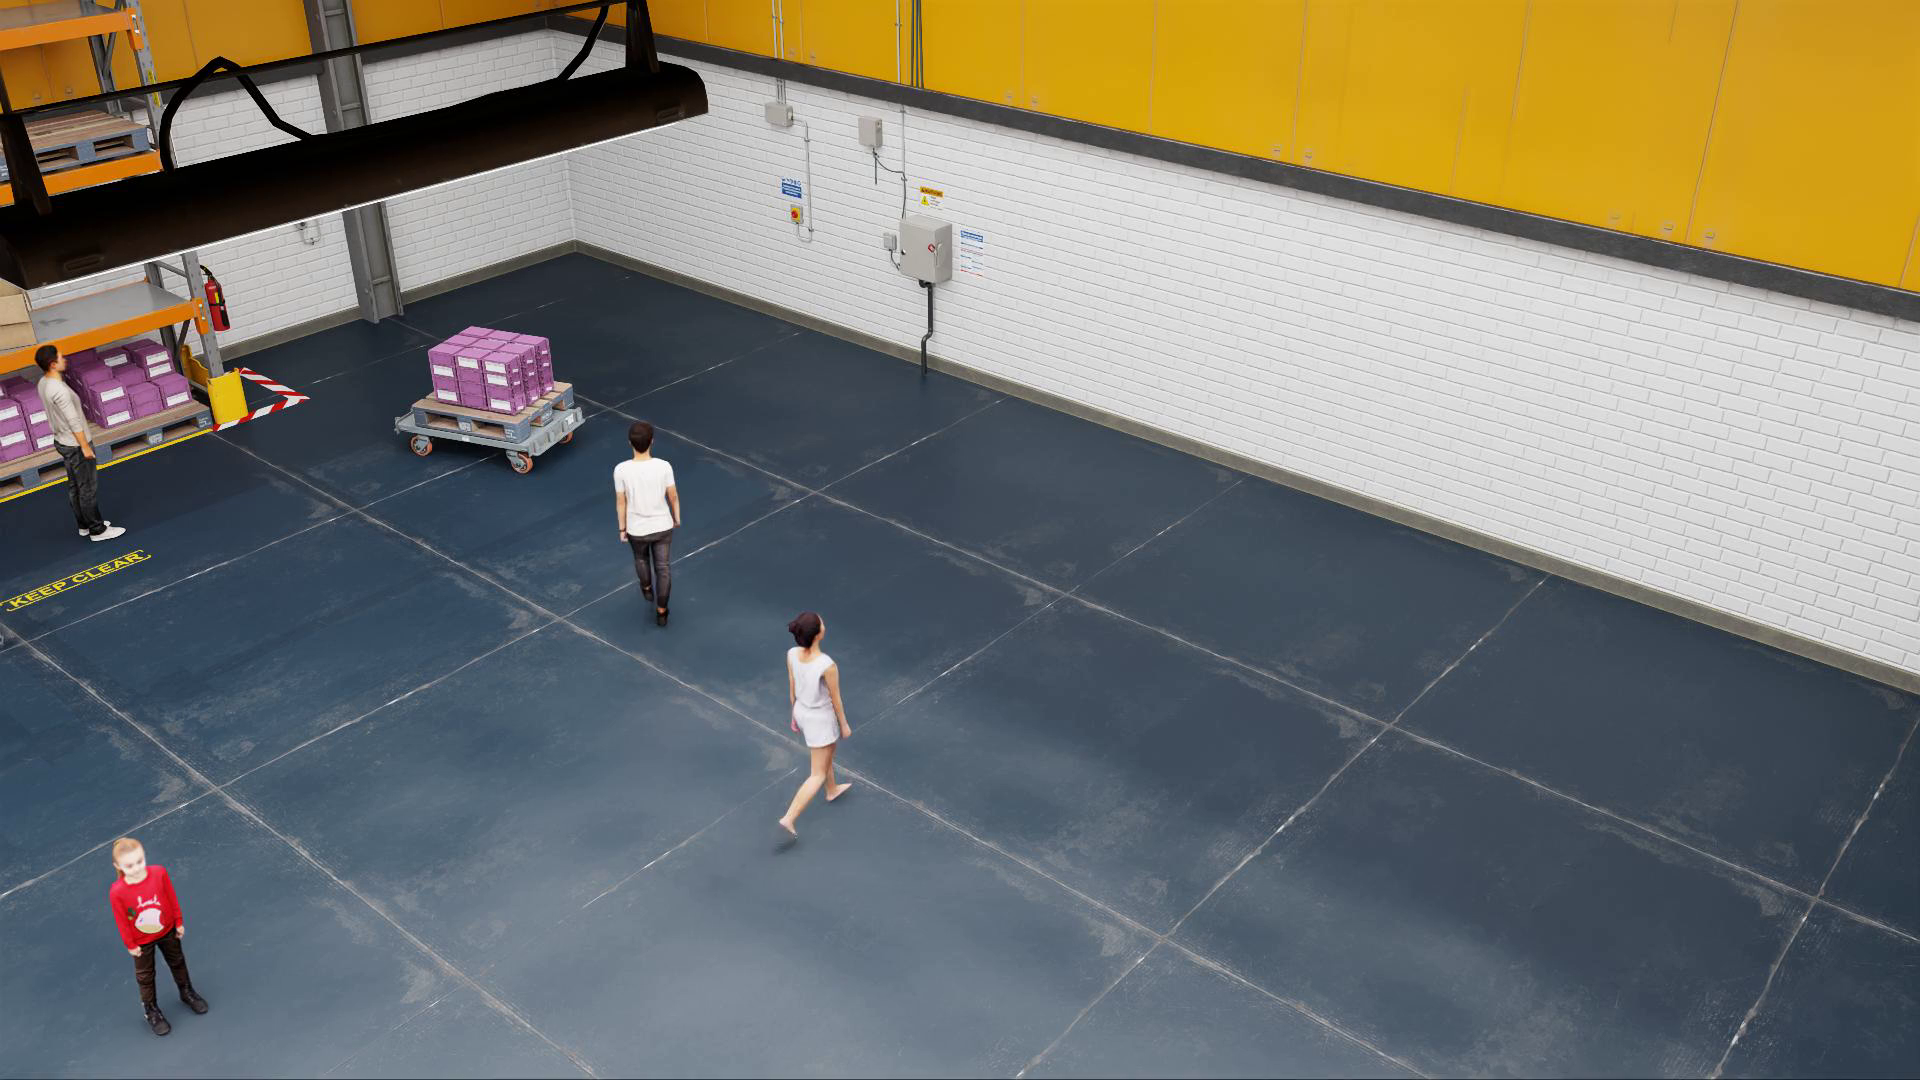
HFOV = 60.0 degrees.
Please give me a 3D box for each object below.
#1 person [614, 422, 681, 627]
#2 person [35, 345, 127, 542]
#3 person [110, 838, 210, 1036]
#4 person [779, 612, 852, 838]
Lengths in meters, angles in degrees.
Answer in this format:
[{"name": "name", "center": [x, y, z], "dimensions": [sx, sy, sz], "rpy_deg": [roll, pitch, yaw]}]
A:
[{"name": "person", "center": [-2.485, -0.096, 13.280], "dimensions": [0.981, 1.700, 1.017], "rpy_deg": [-5, 29, -9]}, {"name": "person", "center": [-7.771, -0.849, 14.543], "dimensions": [0.648, 1.812, 0.543], "rpy_deg": [24, 36, 36]}, {"name": "person", "center": [-4.601, 2.223, 9.467], "dimensions": [0.540, 1.281, 0.415], "rpy_deg": [23, 36, 36]}, {"name": "person", "center": [-0.993, 1.229, 10.979], "dimensions": [0.577, 1.577, 0.992], "rpy_deg": [23, 36, 36]}]
